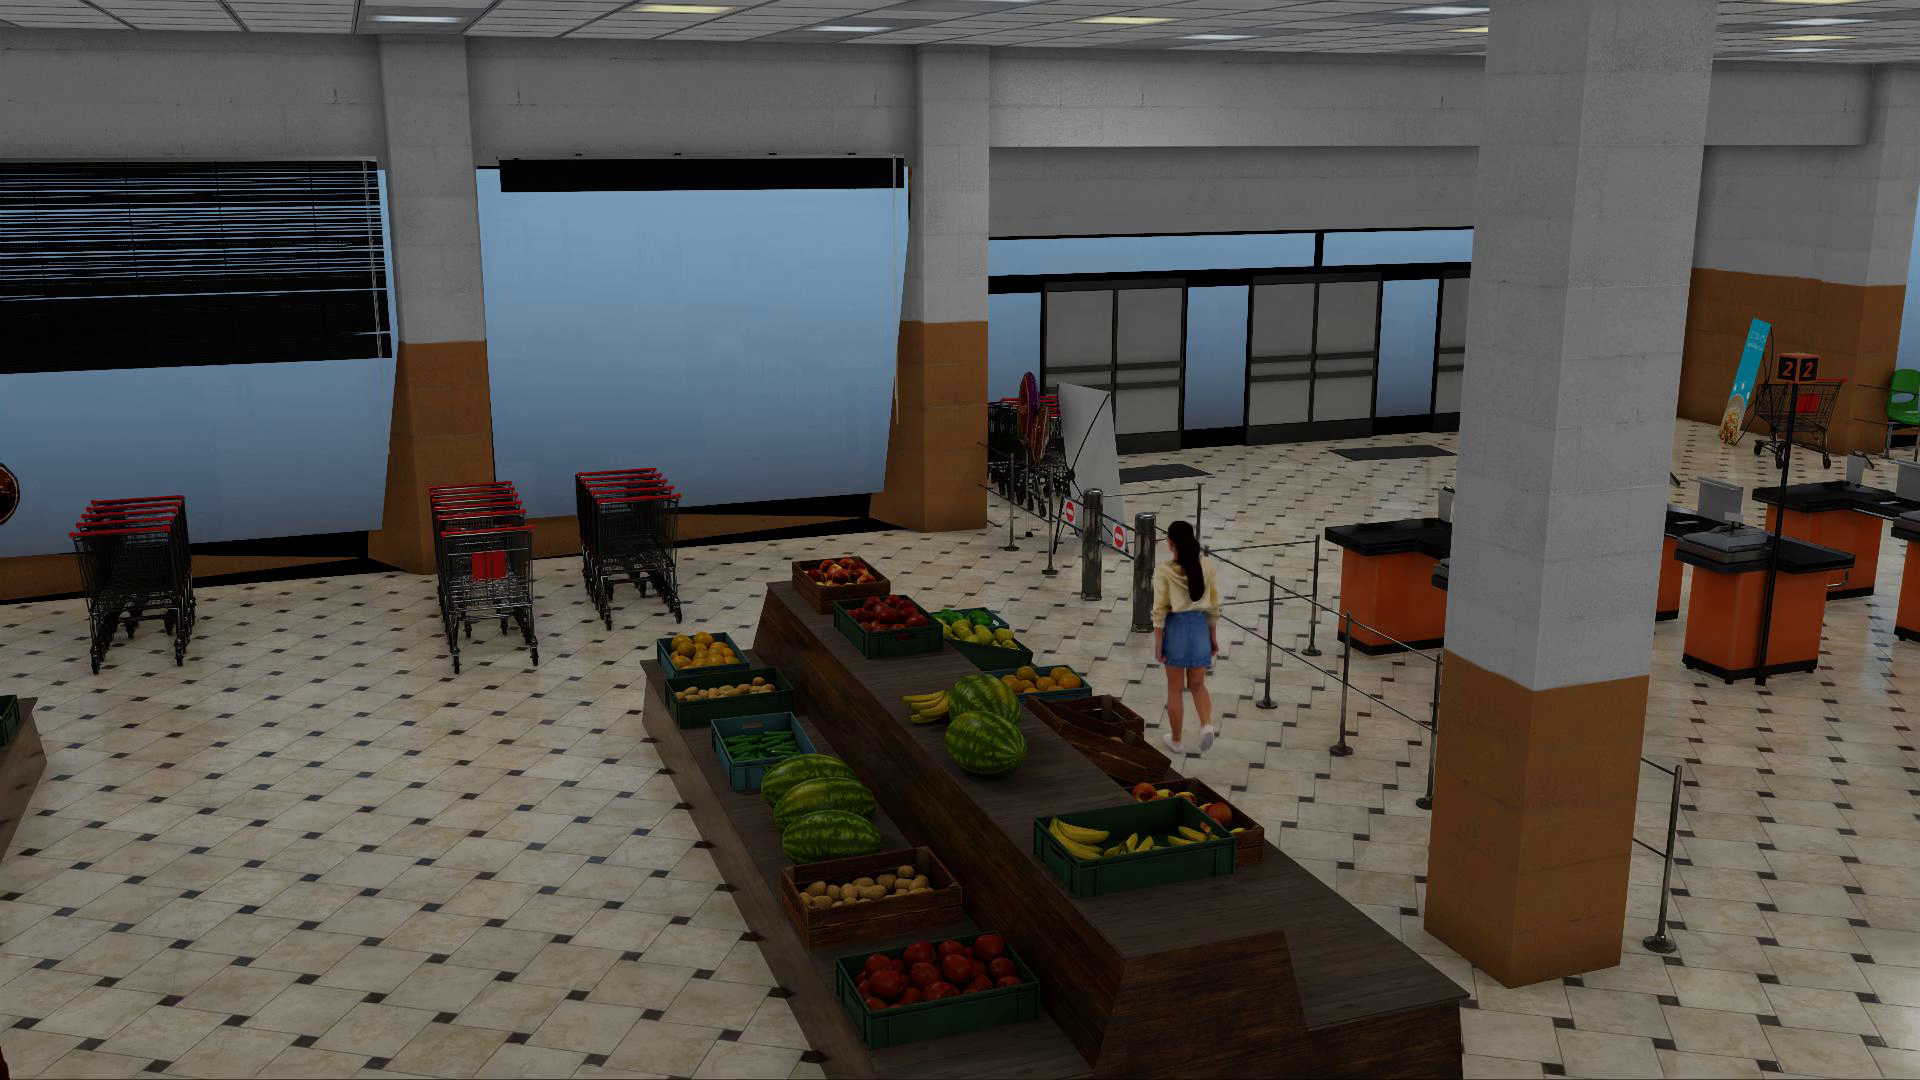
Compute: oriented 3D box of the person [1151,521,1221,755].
[{"bbox_3d":[1.538,0.689,11.124,0.696,1.617,0.859,-3,14,-14],"label":"person"}]
